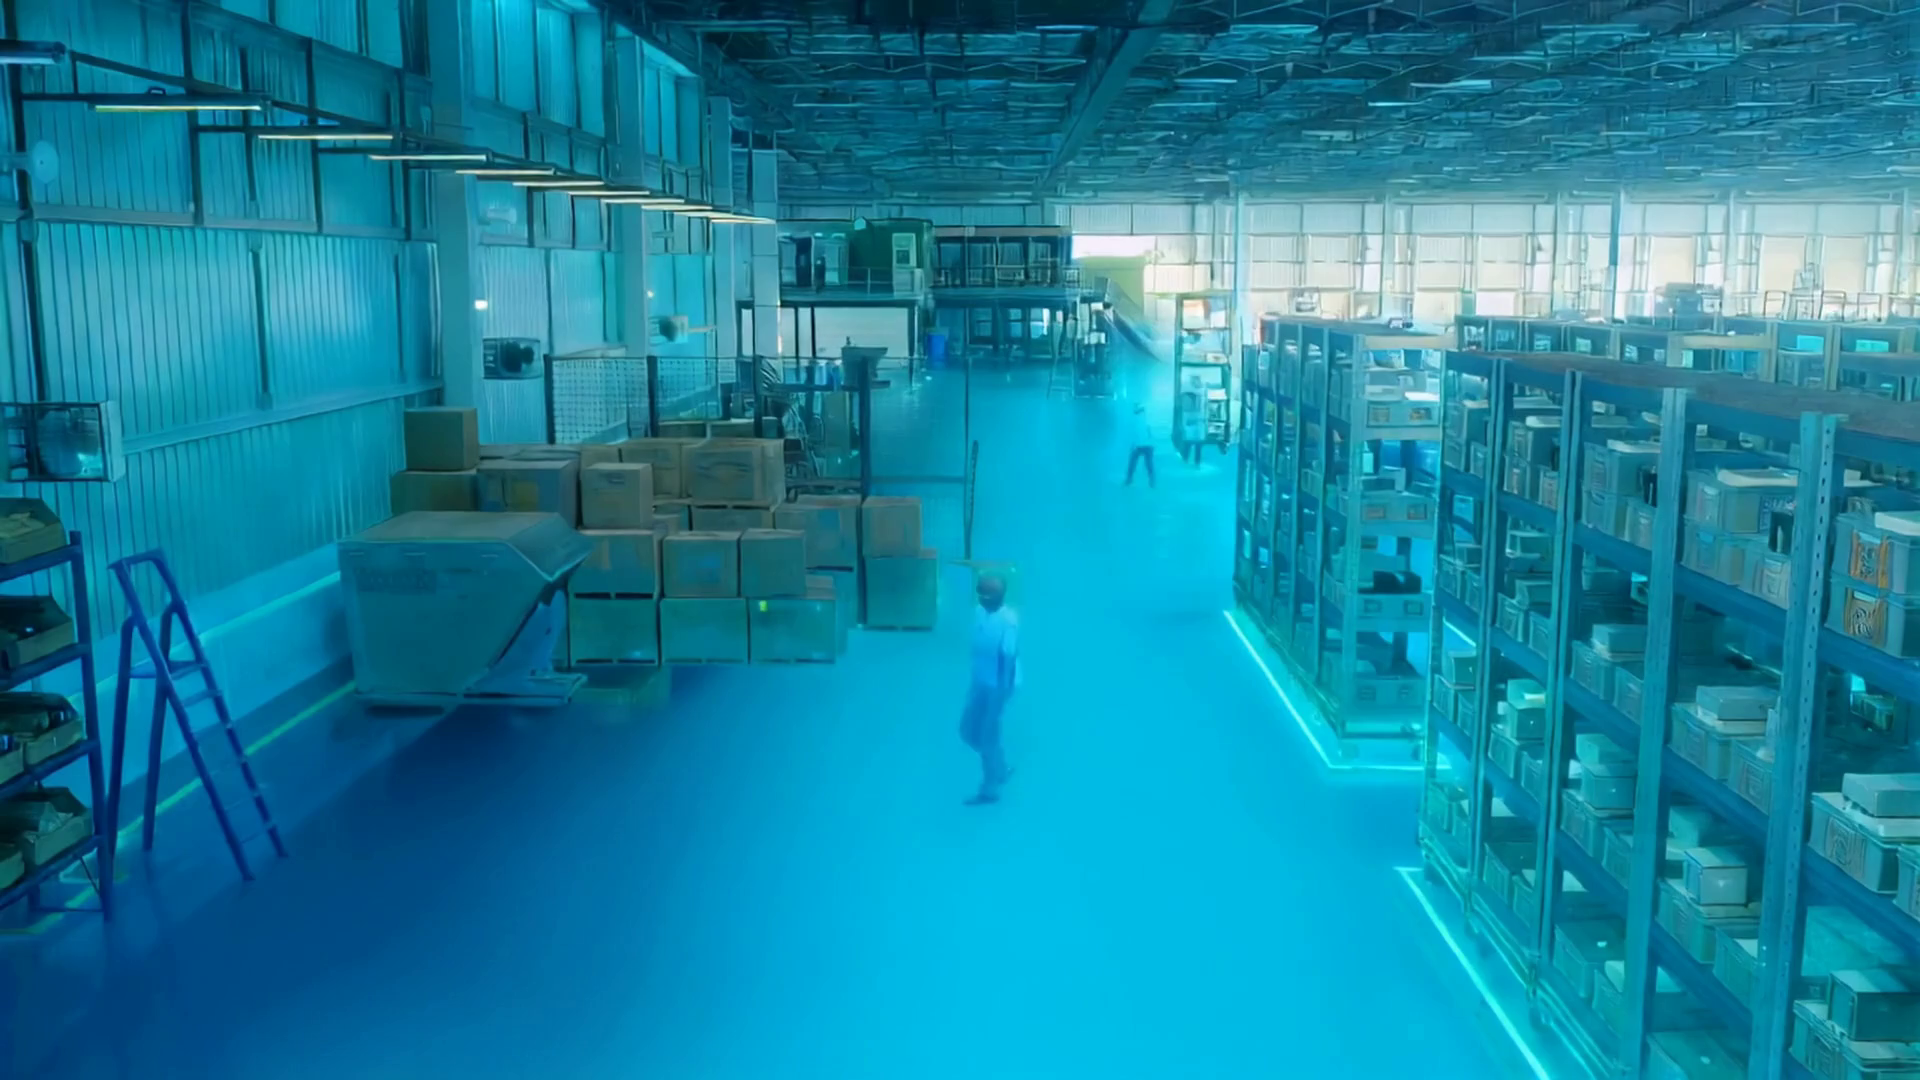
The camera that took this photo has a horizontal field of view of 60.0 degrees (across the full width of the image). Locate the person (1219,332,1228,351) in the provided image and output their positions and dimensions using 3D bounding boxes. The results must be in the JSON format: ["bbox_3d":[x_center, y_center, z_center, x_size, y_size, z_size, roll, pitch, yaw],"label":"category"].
[{"bbox_3d":[12.342,-9.467,77.931,0.392,1.917,0.588,7,12,37],"label":"person"}]

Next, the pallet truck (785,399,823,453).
[{"bbox_3d":[-3.814,-2.432,36.419,1.630,1.274,0.653,0,9,1],"label":"pallet truck"}]

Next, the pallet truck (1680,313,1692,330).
[{"bbox_3d":[36.315,-10.531,84.244,0.823,1.965,1.885,-6,11,-33],"label":"pallet truck"}]

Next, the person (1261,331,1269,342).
[{"bbox_3d":[13.355,-8.655,73.175,0.831,1.848,0.576,2,9,9],"label":"person"}]

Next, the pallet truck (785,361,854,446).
[{"bbox_3d":[-3.410,-3.193,38.978,1.885,1.965,0.823,0,9,-1],"label":"pallet truck"}]

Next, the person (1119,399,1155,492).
[{"bbox_3d":[3.348,-1.760,31.015,0.533,1.715,0.943,-5,10,-28],"label":"person"}]

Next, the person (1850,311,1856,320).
[{"bbox_3d":[47.983,-11.331,89.437,0.529,1.920,0.548,-4,10,-22],"label":"person"}]

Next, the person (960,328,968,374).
[{"bbox_3d":[0.158,-7.491,65.970,0.351,1.842,0.507,0,9,1],"label":"person"}]

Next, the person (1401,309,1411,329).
[{"bbox_3d":[25.243,-12.105,94.267,0.622,1.914,0.385,-3,10,-19],"label":"person"}]

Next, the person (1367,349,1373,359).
[{"bbox_3d":[12.956,-5.242,52.166,0.404,1.824,0.586,-1,9,-7],"label":"person"}]

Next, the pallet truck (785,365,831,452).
[{"bbox_3d":[-3.774,-2.976,37.635,1.885,1.965,0.823,1,9,5],"label":"pallet truck"}]

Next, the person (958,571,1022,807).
[{"bbox_3d":[0.220,1.135,12.789,0.473,1.828,0.611,-5,10,-27],"label":"person"}]

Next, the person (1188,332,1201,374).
[{"bbox_3d":[9.392,-7.605,66.756,0.574,1.837,0.991,-2,9,-12],"label":"person"}]

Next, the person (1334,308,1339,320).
[{"bbox_3d":[22.164,-12.702,98.012,0.327,1.876,0.516,1,9,7],"label":"person"}]

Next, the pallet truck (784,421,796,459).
[{"bbox_3d":[-4.013,-1.793,32.705,1.601,1.201,0.680,0,9,1],"label":"pallet truck"}]

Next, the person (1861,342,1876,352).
[{"bbox_3d":[31.517,-6.058,57.759,0.515,1.636,0.314,7,12,37],"label":"person"}]

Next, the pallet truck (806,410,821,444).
[{"bbox_3d":[-3.559,-2.018,33.905,1.522,1.261,0.704,0,9,-1],"label":"pallet truck"}]

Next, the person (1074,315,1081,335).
[{"bbox_3d":[6.861,-12.366,95.851,0.584,1.911,0.392,-5,10,-27],"label":"person"}]

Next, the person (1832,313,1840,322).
[{"bbox_3d":[45.545,-10.881,86.675,0.638,1.920,0.831,-6,11,-34],"label":"person"}]

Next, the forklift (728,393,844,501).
[{"bbox_3d":[-2.979,-1.316,26.476,2.680,1.987,1.157,0,9,1],"label":"forklift"}]

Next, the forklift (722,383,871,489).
[{"bbox_3d":[-2.893,-1.687,28.729,2.680,1.987,1.157,0,9,-1],"label":"forklift"}]

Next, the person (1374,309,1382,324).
[{"bbox_3d":[23.680,-12.046,93.815,0.794,1.915,0.636,0,9,-1],"label":"person"}]

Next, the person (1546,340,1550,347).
[{"bbox_3d":[19.025,-5.544,53.836,0.662,1.868,0.953,1,9,9],"label":"person"}]

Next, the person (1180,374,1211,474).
[{"bbox_3d":[4.758,-2.342,33.624,0.640,2.030,0.480,-1,9,-6],"label":"person"}]
